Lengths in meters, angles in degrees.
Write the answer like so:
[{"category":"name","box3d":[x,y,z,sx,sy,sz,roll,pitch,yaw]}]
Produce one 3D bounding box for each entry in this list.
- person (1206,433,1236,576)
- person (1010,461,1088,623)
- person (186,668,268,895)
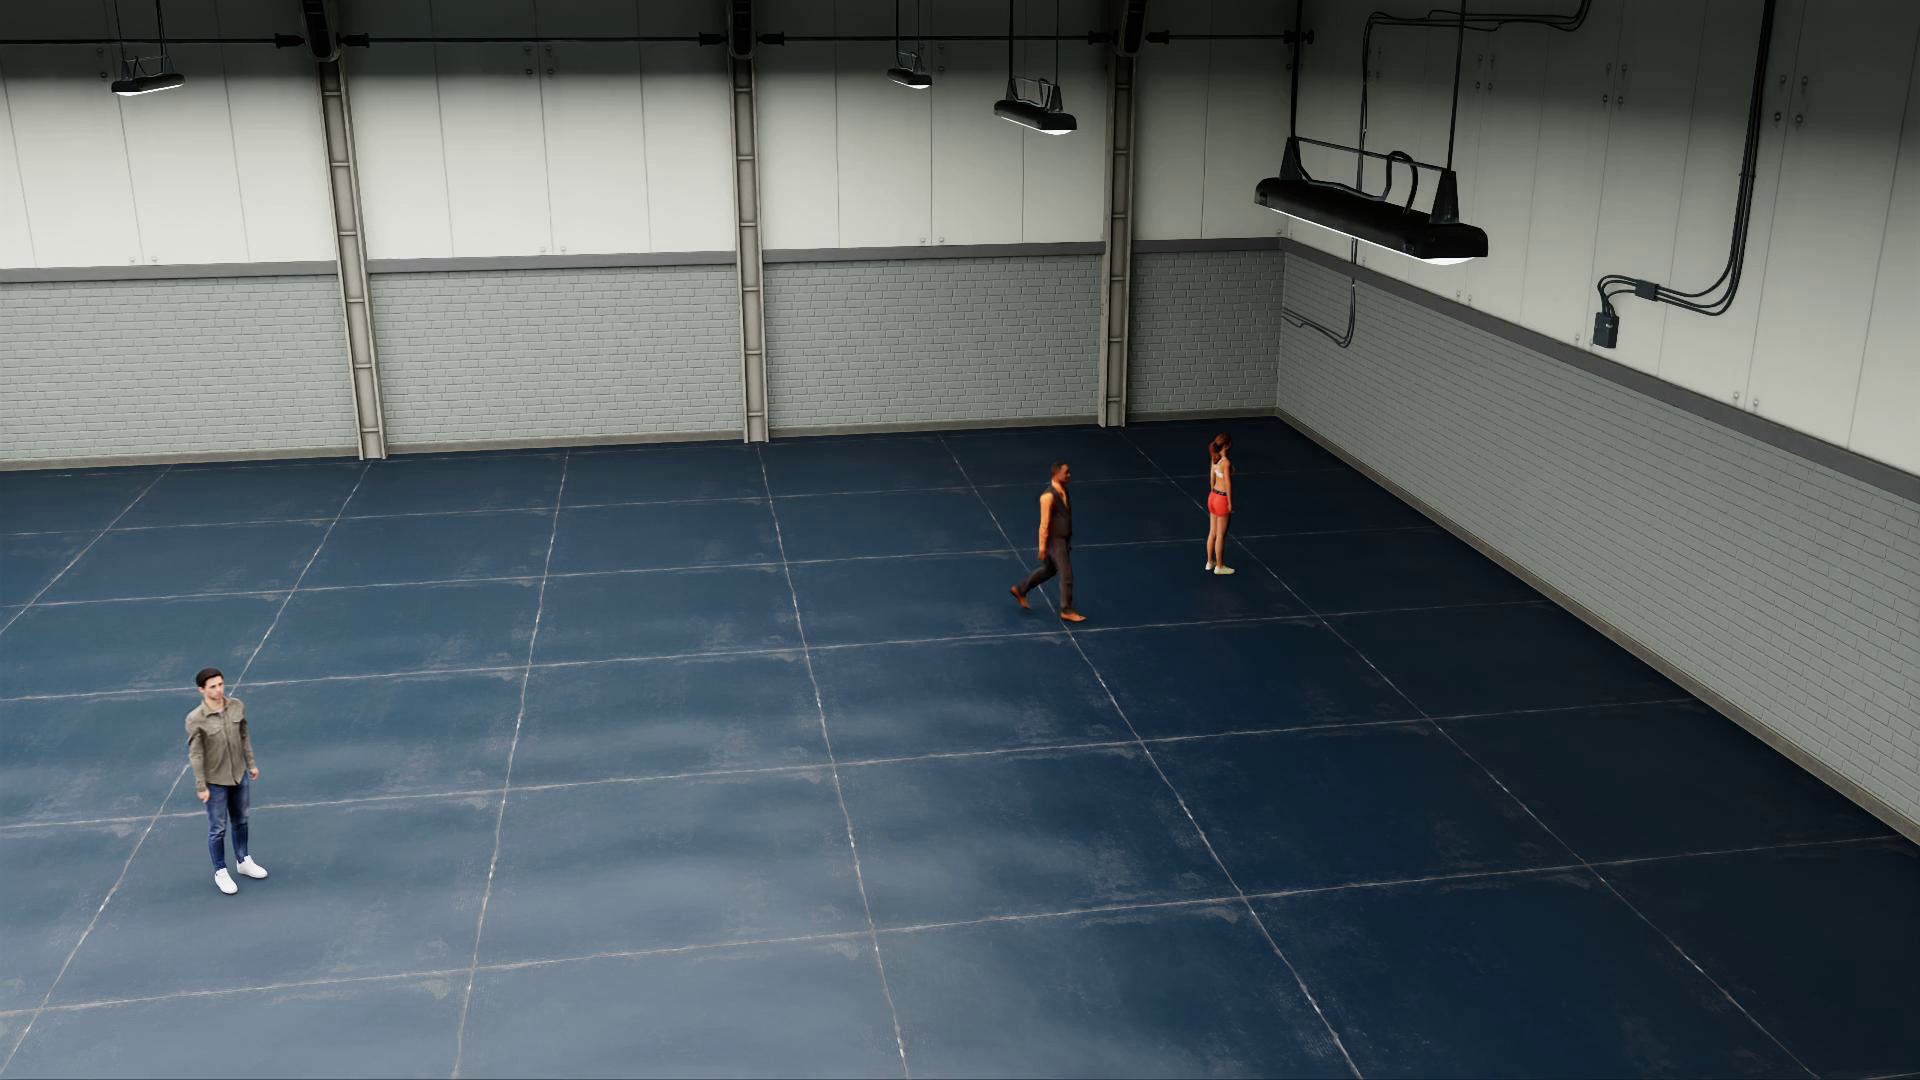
[{"category":"person","box3d":[3.242,-0.464,20.731,0.613,1.791,0.621,-7,19,-20]},{"category":"person","box3d":[0.997,0.017,19.117,1.320,1.875,1.167,8,20,23]},{"category":"person","box3d":[-5.919,1.895,13.367,0.819,1.864,0.780,10,21,29]}]
